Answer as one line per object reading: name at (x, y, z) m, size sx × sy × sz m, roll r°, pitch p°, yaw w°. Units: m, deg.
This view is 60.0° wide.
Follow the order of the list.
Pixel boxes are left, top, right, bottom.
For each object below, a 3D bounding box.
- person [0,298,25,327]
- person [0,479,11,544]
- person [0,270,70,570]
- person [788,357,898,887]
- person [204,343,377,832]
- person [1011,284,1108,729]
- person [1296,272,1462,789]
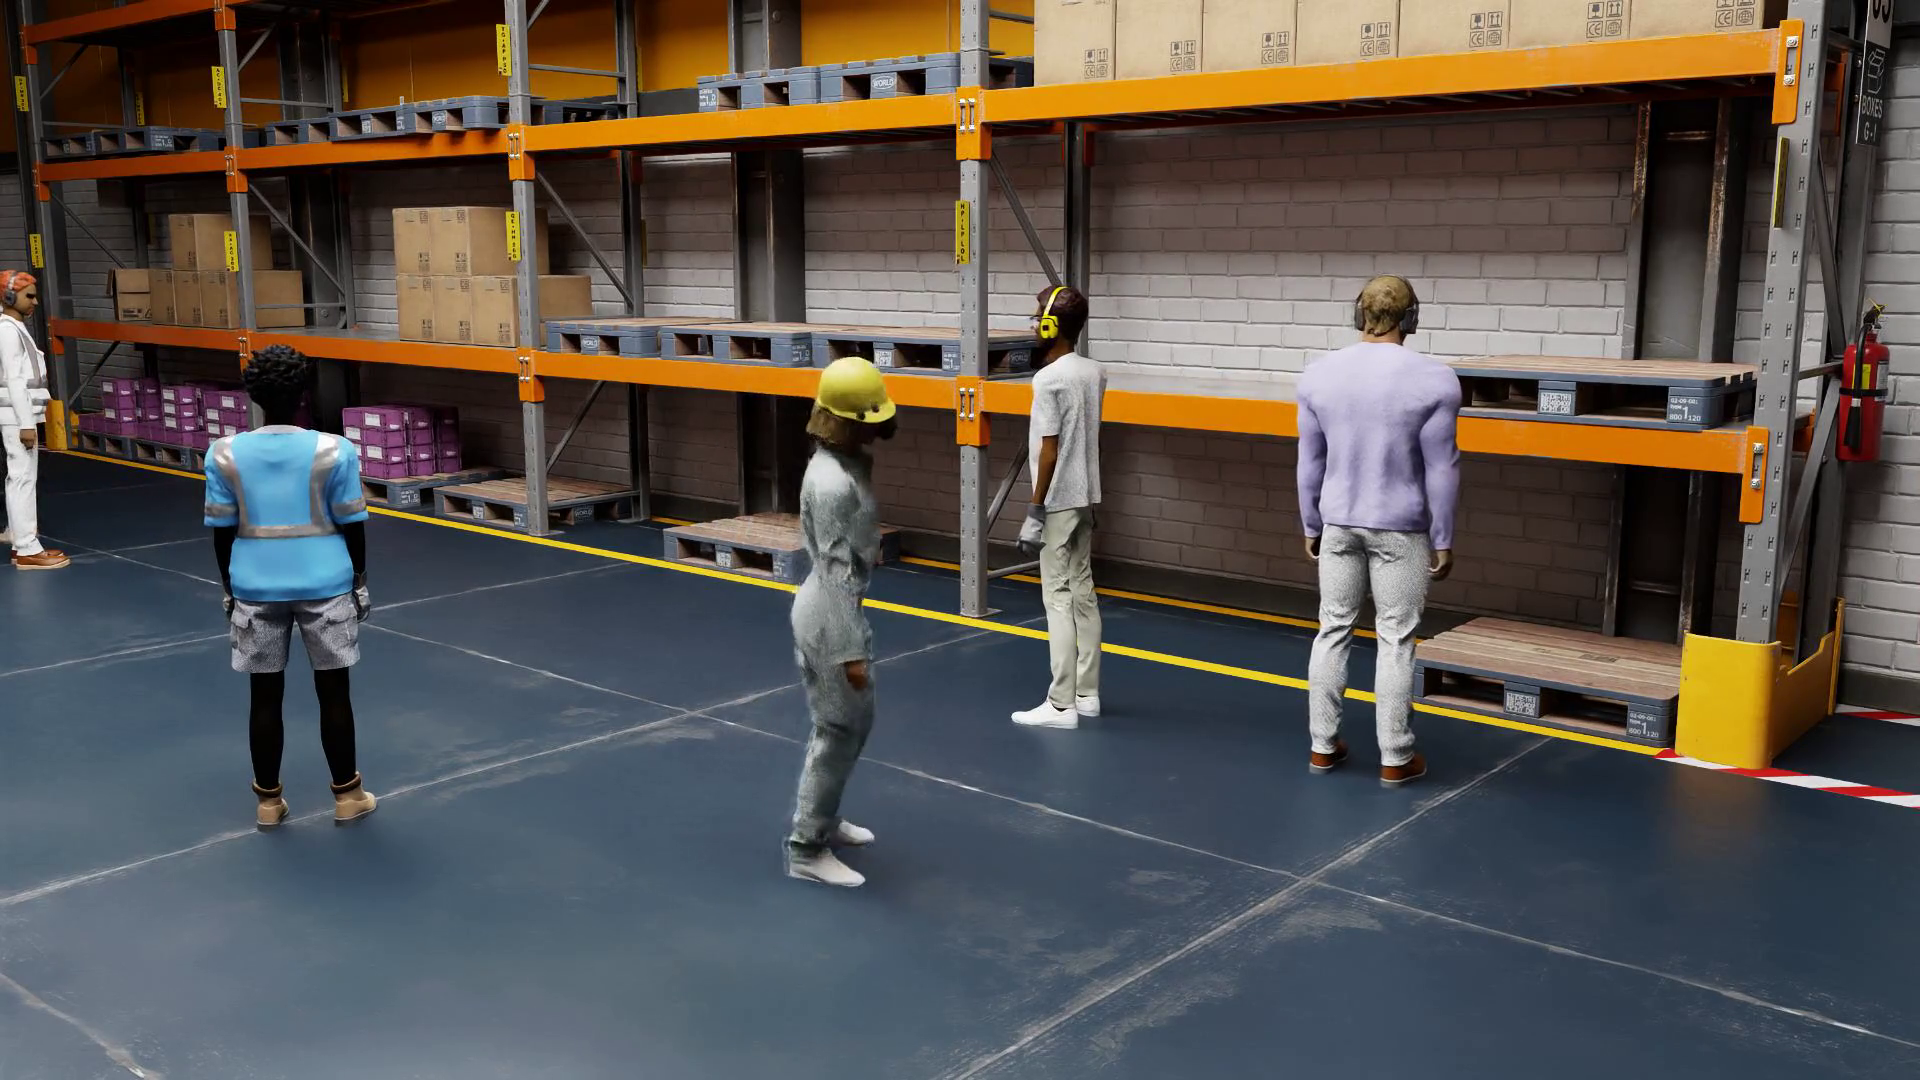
person at (-9.101, -1.558, 15.811) m, size 0.280 × 1.634 × 0.498 m, roll 9°, pitch 13°, yaw 41°
person at (-6.801, -0.774, 11.298) m, size 0.866 × 1.648 × 0.547 m, roll -2°, pitch 10°, yaw -14°
person at (-5.932, -0.756, 10.528) m, size 0.353 × 1.886 × 0.572 m, roll -6°, pitch 12°, yaw -31°
person at (-0.373, 0.268, 5.215) m, size 0.412 × 1.699 × 0.565 m, roll 0°, pitch 10°, yaw 2°
person at (-2.307, 0.173, 5.767) m, size 0.537 × 1.699 × 0.318 m, roll -1°, pitch 10°, yaw -8°
person at (0.421, -0.135, 7.032) m, size 0.328 × 1.874 × 0.521 m, roll 7°, pitch 12°, yaw 34°
person at (1.567, -0.034, 6.288) m, size 0.629 × 1.931 × 0.355 m, roll 7°, pitch 12°, yaw 33°
